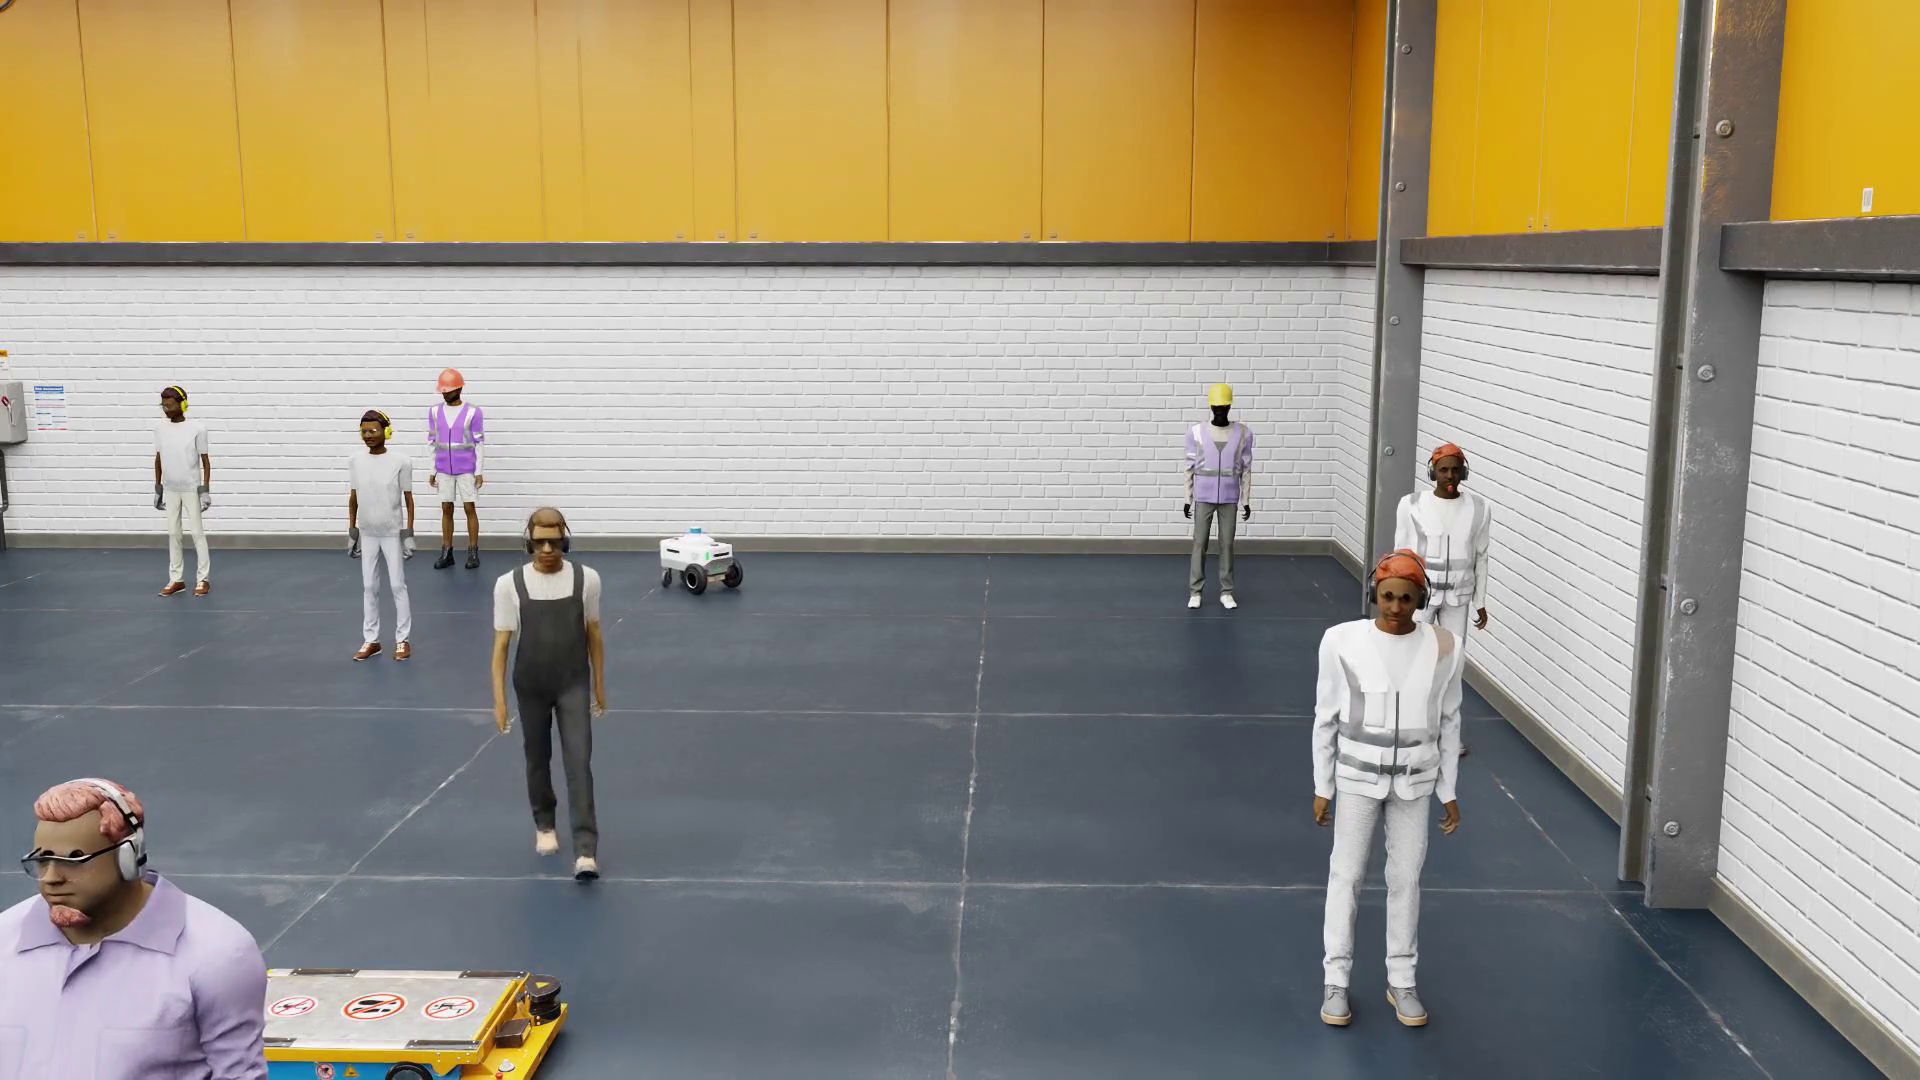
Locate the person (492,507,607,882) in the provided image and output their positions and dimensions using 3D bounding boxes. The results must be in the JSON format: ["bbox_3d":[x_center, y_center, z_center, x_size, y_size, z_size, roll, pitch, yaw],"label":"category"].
[{"bbox_3d":[-1.976,0.739,8.035,0.544,1.791,0.969,-3,10,-17],"label":"person"}]

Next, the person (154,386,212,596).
[{"bbox_3d":[-6.867,-0.430,14.677,0.520,1.865,0.327,0,10,2],"label":"person"}]

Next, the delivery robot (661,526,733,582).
[{"bbox_3d":[-2.379,0.120,15.005,0.707,0.478,0.477,9,13,41],"label":"delivery robot"}]

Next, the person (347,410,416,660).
[{"bbox_3d":[-4.294,-0.034,12.335,0.520,1.874,0.327,0,10,2],"label":"person"}]

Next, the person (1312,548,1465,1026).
[{"bbox_3d":[1.657,0.959,6.475,0.573,1.886,0.354,0,10,2],"label":"person"}]

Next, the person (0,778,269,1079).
[{"bbox_3d":[-1.826,1.440,3.599,0.638,1.910,0.406,0,10,2],"label":"person"}]

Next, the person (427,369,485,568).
[{"bbox_3d":[-4.834,-0.679,15.944,0.543,1.928,0.374,0,10,2],"label":"person"}]

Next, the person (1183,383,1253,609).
[{"bbox_3d":[2.188,-0.369,14.130,0.585,1.929,0.371,0,10,2],"label":"person"}]

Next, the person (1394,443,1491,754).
[{"bbox_3d":[2.883,0.360,9.996,0.573,1.883,0.354,0,10,2],"label":"person"}]

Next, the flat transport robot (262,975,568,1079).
[{"bbox_3d":[-2.249,1.820,6.161,1.431,0.197,0.652,0,10,2],"label":"flat transport robot"}]
